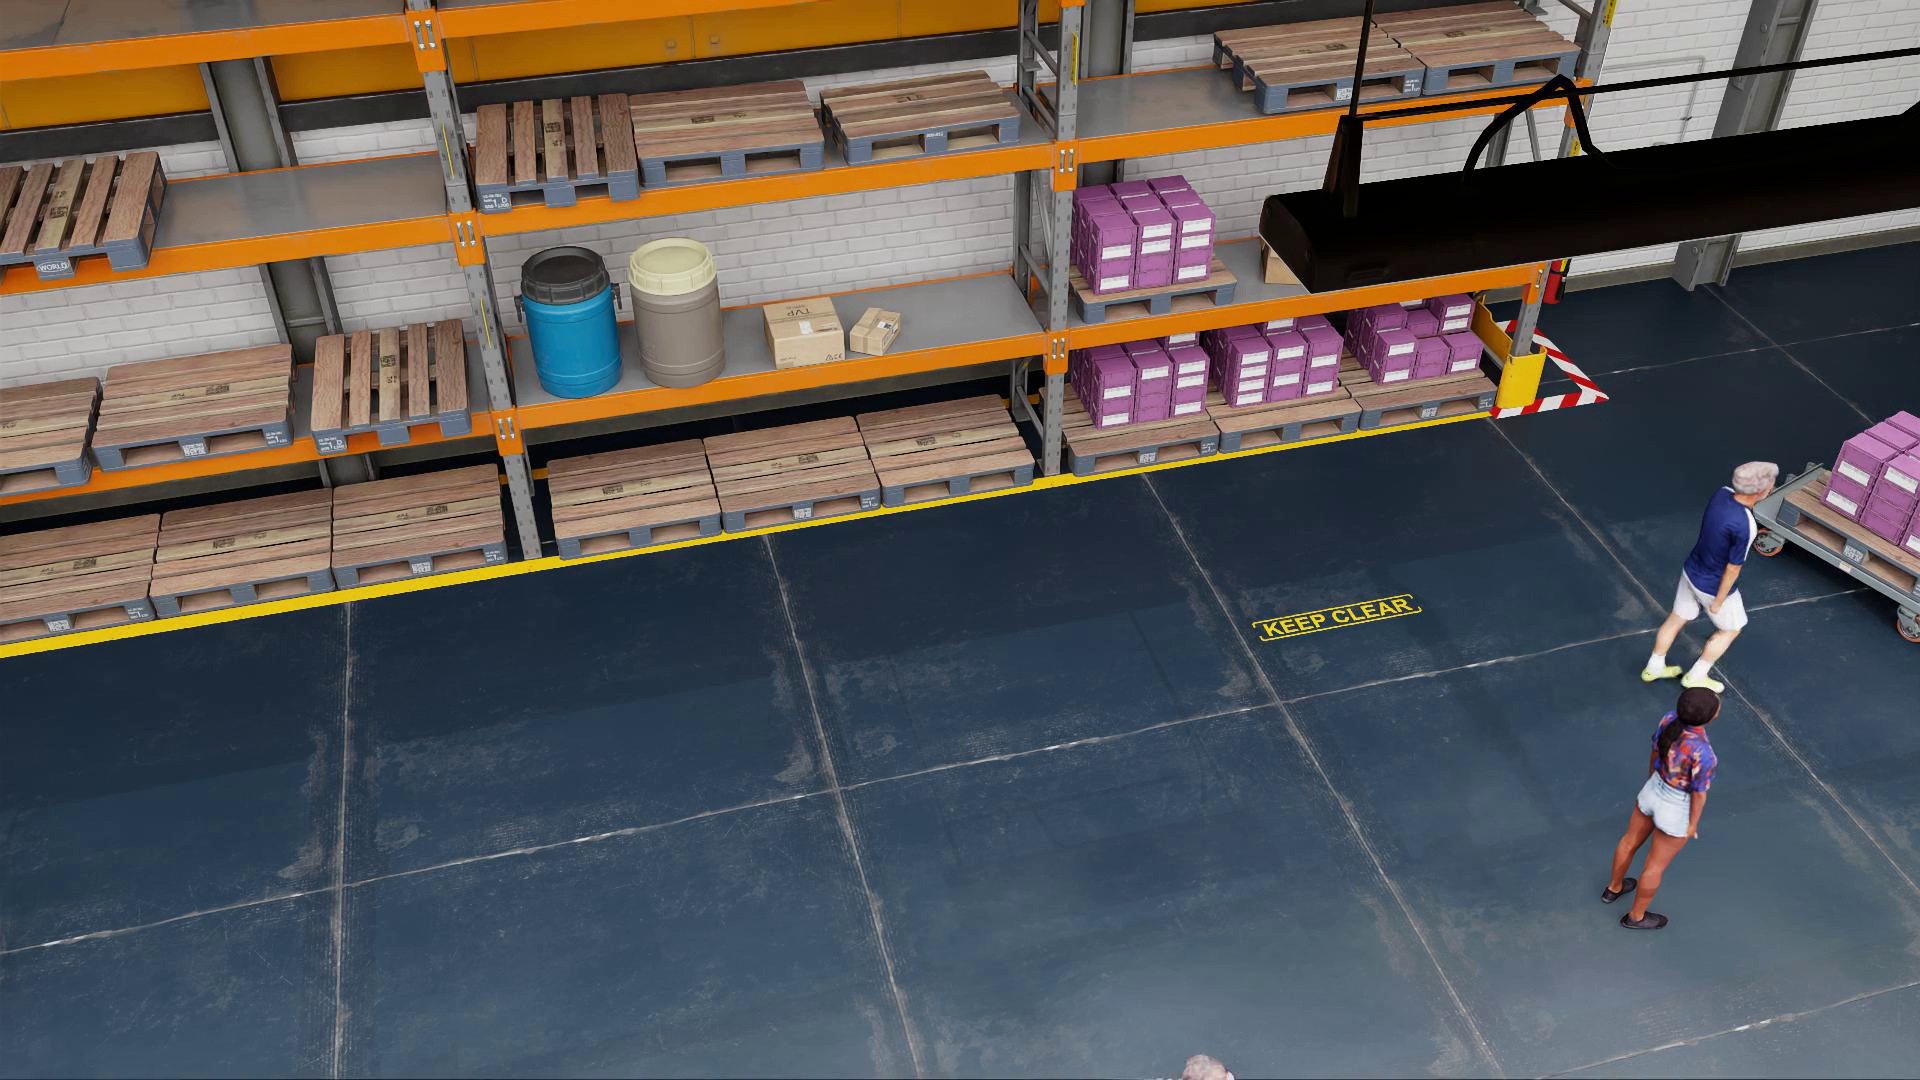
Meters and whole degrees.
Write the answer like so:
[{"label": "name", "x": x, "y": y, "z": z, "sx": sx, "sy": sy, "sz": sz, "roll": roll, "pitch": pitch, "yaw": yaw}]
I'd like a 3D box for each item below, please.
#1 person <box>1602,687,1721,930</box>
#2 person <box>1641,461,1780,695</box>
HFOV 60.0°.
[{"label": "person", "x": 3.895, "y": 1.463, "z": 9.179, "sx": 0.509, "sy": 1.741, "sz": 0.586, "roll": -11, "pitch": 40, "yaw": -13}, {"label": "person", "x": 4.718, "y": 0.254, "z": 10.632, "sx": 0.706, "sy": 1.817, "sz": 0.655, "roll": -7, "pitch": 39, "yaw": -8}]
